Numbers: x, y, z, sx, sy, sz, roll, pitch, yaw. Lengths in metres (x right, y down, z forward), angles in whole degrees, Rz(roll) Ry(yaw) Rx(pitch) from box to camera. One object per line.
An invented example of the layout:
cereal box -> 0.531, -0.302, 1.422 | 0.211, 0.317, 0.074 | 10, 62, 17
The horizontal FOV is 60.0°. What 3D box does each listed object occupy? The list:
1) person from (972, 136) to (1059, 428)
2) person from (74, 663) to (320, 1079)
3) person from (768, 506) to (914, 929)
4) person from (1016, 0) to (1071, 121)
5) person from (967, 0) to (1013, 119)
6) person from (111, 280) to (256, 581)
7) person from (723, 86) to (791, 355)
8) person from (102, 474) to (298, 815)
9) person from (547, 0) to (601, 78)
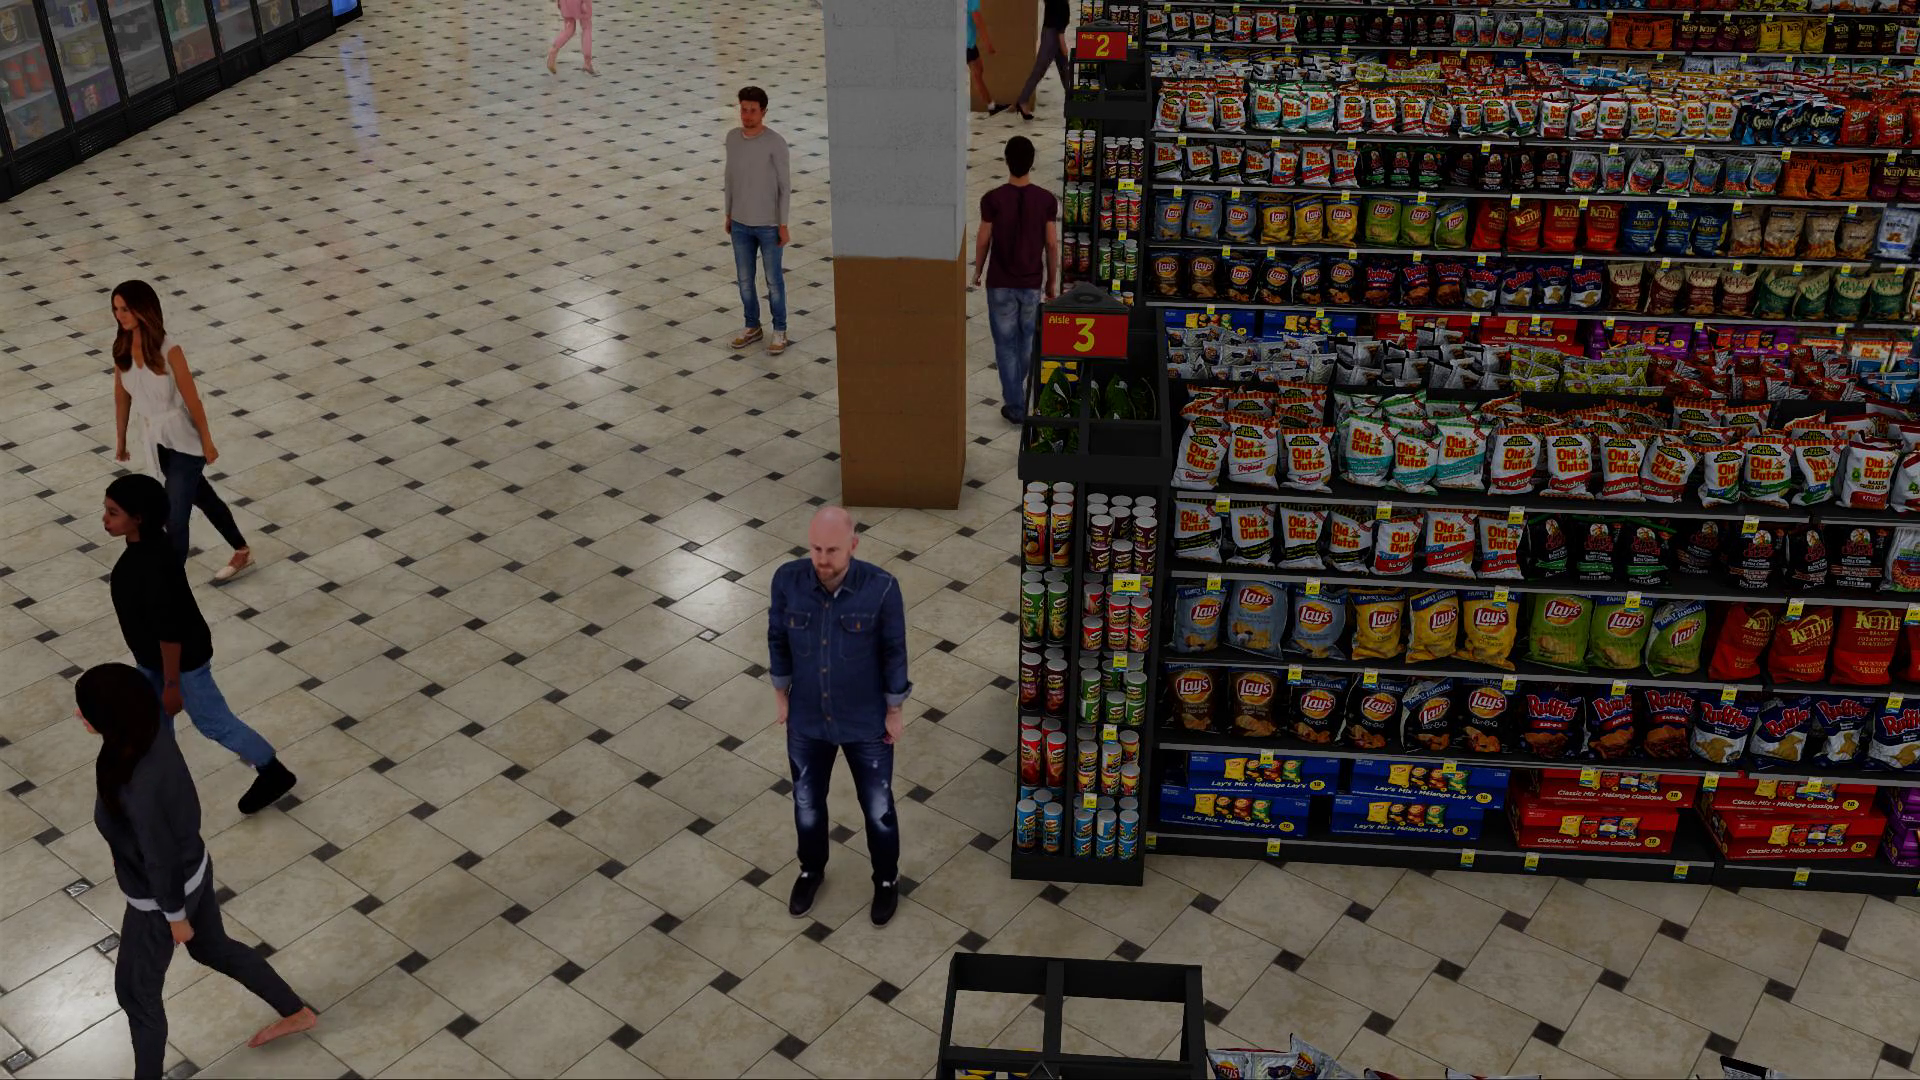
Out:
person -> 0.374, -1.609, 10.662 | 1.082, 1.811, 0.941 | -7, 29, -13
person -> -2.633, 1.149, 5.685 | 1.086, 1.740, 0.845 | -8, 30, -14
person -> -0.468, 0.680, 6.456 | 0.545, 1.823, 0.808 | 5, 29, 8
person -> 0.862, -5.175, 17.391 | 1.066, 1.622, 0.666 | 0, 29, 1
person -> -0.055, -5.075, 17.103 | 1.232, 1.722, 0.914 | -8, 30, -14
person -> -4.053, -0.526, 8.748 | 1.073, 1.744, 0.903 | 12, 31, 21
person -> -1.430, -2.263, 11.769 | 0.622, 1.898, 0.805 | 13, 31, 22
person -> -3.193, 0.489, 6.962 | 1.042, 1.674, 0.957 | -20, 34, -32
person -> -4.490, -6.155, 19.020 | 1.059, 1.782, 0.978 | 17, 33, 28
